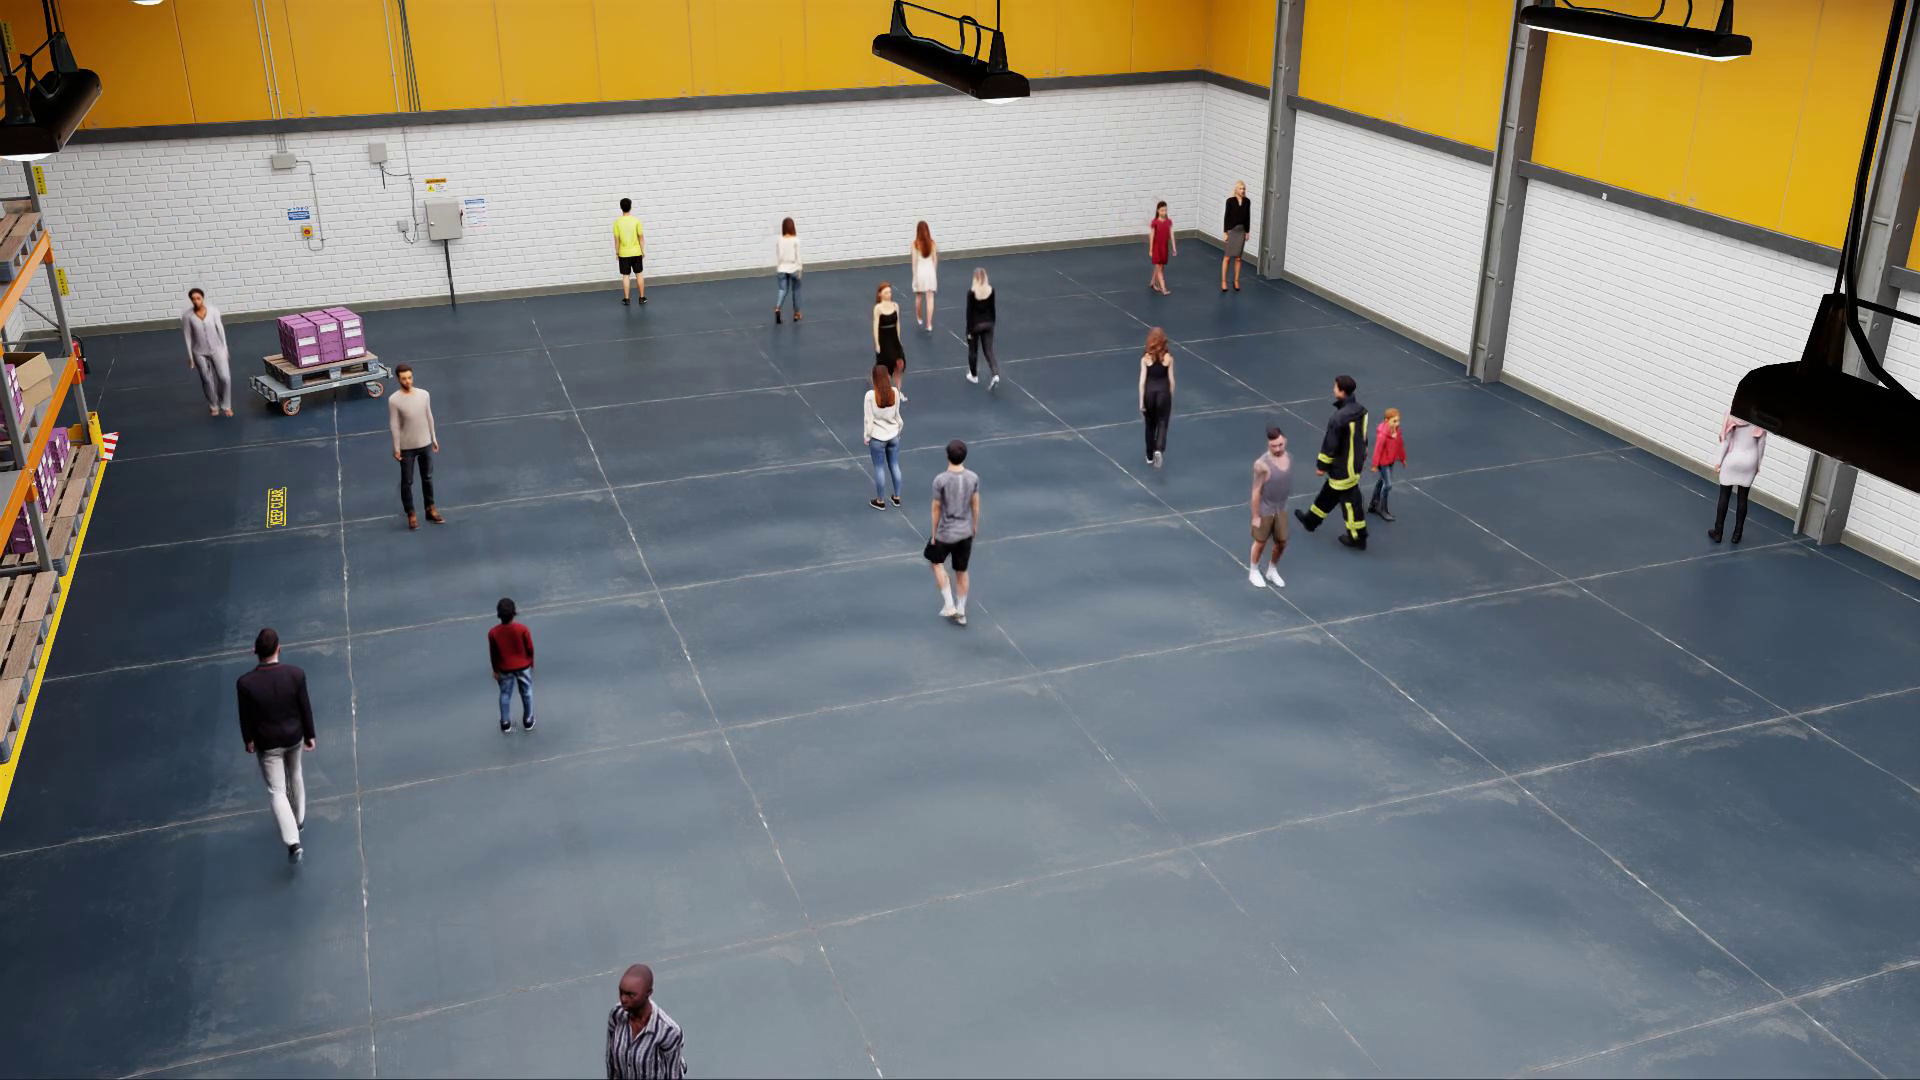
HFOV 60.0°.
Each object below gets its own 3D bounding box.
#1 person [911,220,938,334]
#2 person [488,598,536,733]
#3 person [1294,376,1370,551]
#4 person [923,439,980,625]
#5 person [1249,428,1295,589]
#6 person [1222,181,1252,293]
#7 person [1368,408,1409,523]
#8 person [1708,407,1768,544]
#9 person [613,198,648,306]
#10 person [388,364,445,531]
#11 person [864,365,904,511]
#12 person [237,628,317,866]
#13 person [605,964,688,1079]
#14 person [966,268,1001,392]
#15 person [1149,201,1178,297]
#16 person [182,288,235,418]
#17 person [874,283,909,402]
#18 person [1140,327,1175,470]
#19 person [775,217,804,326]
[{"bbox_3d":[-0.517,-3.945,25.173,0.764,1.669,1.226,-2,24,-6],"label":"person"},{"bbox_3d":[-3.805,1.074,14.211,0.532,1.253,0.536,-5,24,-12],"label":"person"},{"bbox_3d":[4.179,-0.784,17.687,1.321,1.873,1.173,18,29,35],"label":"person"},{"bbox_3d":[-0.024,-0.033,15.991,0.676,1.857,0.652,-9,25,-20],"label":"person"},{"bbox_3d":[3.121,-0.343,16.857,0.652,1.798,0.714,-15,28,-31],"label":"person"},{"bbox_3d":[4.530,-4.999,27.374,0.632,1.839,0.585,-5,24,-11],"label":"person"},{"bbox_3d":[4.708,-0.880,18.621,0.721,1.302,0.647,21,31,39],"label":"person"},{"bbox_3d":[8.385,-0.833,17.885,0.736,1.805,0.765,5,24,12],"label":"person"},{"bbox_3d":[-5.296,-4.637,26.708,0.642,1.708,0.565,-5,24,-12],"label":"person"},{"bbox_3d":[-6.000,-1.048,18.300,0.733,1.865,0.688,-19,30,-37],"label":"person"},{"bbox_3d":[-0.855,-1.167,18.789,0.632,1.693,0.577,-11,26,-24],"label":"person"},{"bbox_3d":[-5.084,1.551,12.424,0.808,1.811,1.200,-13,27,-28],"label":"person"},{"bbox_3d":[-1.690,3.047,9.021,0.688,1.796,0.739,9,25,21],"label":"person"},{"bbox_3d":[0.326,-2.846,22.670,0.674,1.662,1.114,-10,26,-22],"label":"person"},{"bbox_3d":[3.272,-4.794,27.315,0.549,1.510,1.017,-9,25,-19],"label":"person"},{"bbox_3d":[-9.836,-2.474,21.748,0.709,1.717,0.730,-12,26,-25],"label":"person"},{"bbox_3d":[-1.024,-2.679,22.354,0.701,1.607,0.838,-14,27,-30],"label":"person"},{"bbox_3d":[2.356,-1.664,19.884,0.830,1.727,1.059,1,24,2],"label":"person"},{"bbox_3d":[-2.662,-4.095,25.530,0.988,1.659,1.075,9,25,20],"label":"person"}]
